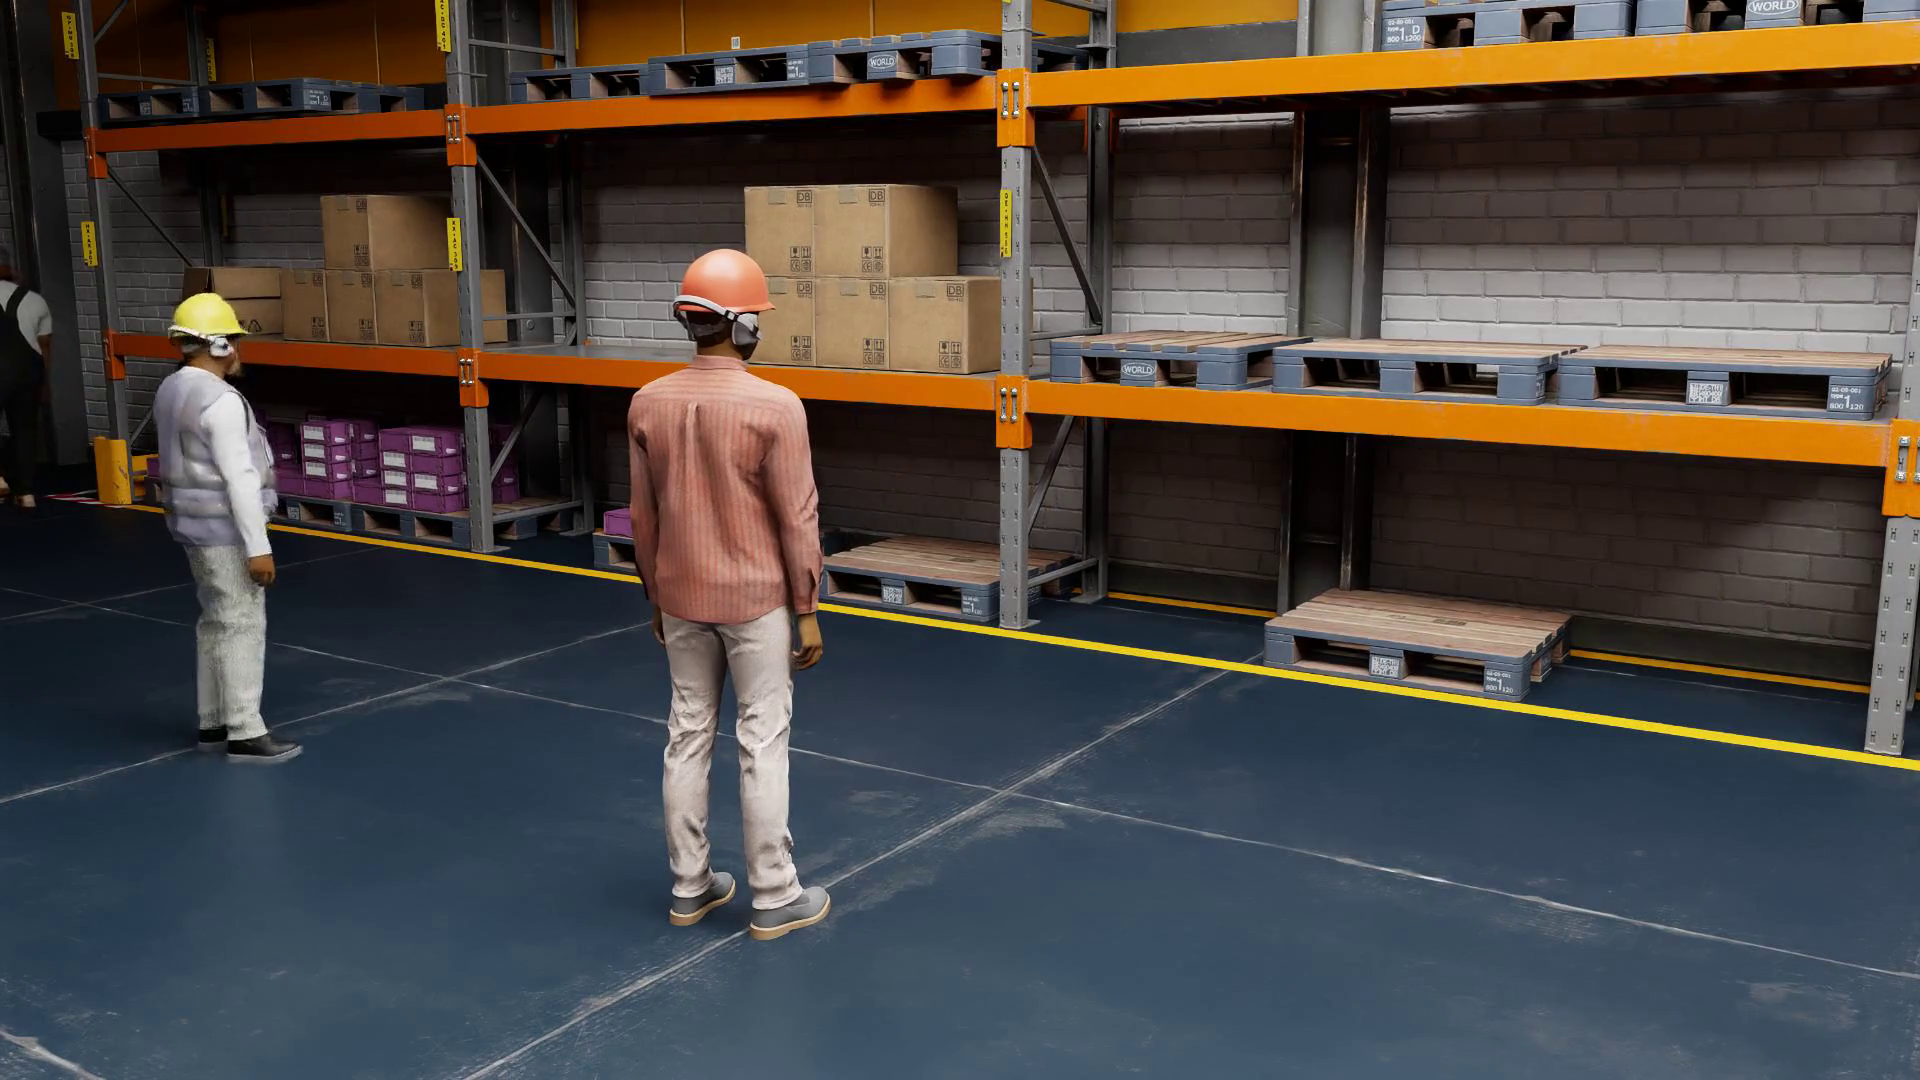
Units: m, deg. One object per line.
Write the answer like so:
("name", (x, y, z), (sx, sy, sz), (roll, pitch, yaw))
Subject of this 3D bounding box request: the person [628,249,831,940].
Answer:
("person", (-0.665, 0.168, 4.826), (0.612, 1.995, 0.377), (5, 11, 25))

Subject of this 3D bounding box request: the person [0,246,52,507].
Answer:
("person", (-7.189, -1.238, 12.490), (0.696, 2.000, 0.555), (-9, 14, -42))

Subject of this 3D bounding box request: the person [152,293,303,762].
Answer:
("person", (-2.865, -0.037, 6.495), (0.404, 1.808, 0.684), (-10, 14, -43))
